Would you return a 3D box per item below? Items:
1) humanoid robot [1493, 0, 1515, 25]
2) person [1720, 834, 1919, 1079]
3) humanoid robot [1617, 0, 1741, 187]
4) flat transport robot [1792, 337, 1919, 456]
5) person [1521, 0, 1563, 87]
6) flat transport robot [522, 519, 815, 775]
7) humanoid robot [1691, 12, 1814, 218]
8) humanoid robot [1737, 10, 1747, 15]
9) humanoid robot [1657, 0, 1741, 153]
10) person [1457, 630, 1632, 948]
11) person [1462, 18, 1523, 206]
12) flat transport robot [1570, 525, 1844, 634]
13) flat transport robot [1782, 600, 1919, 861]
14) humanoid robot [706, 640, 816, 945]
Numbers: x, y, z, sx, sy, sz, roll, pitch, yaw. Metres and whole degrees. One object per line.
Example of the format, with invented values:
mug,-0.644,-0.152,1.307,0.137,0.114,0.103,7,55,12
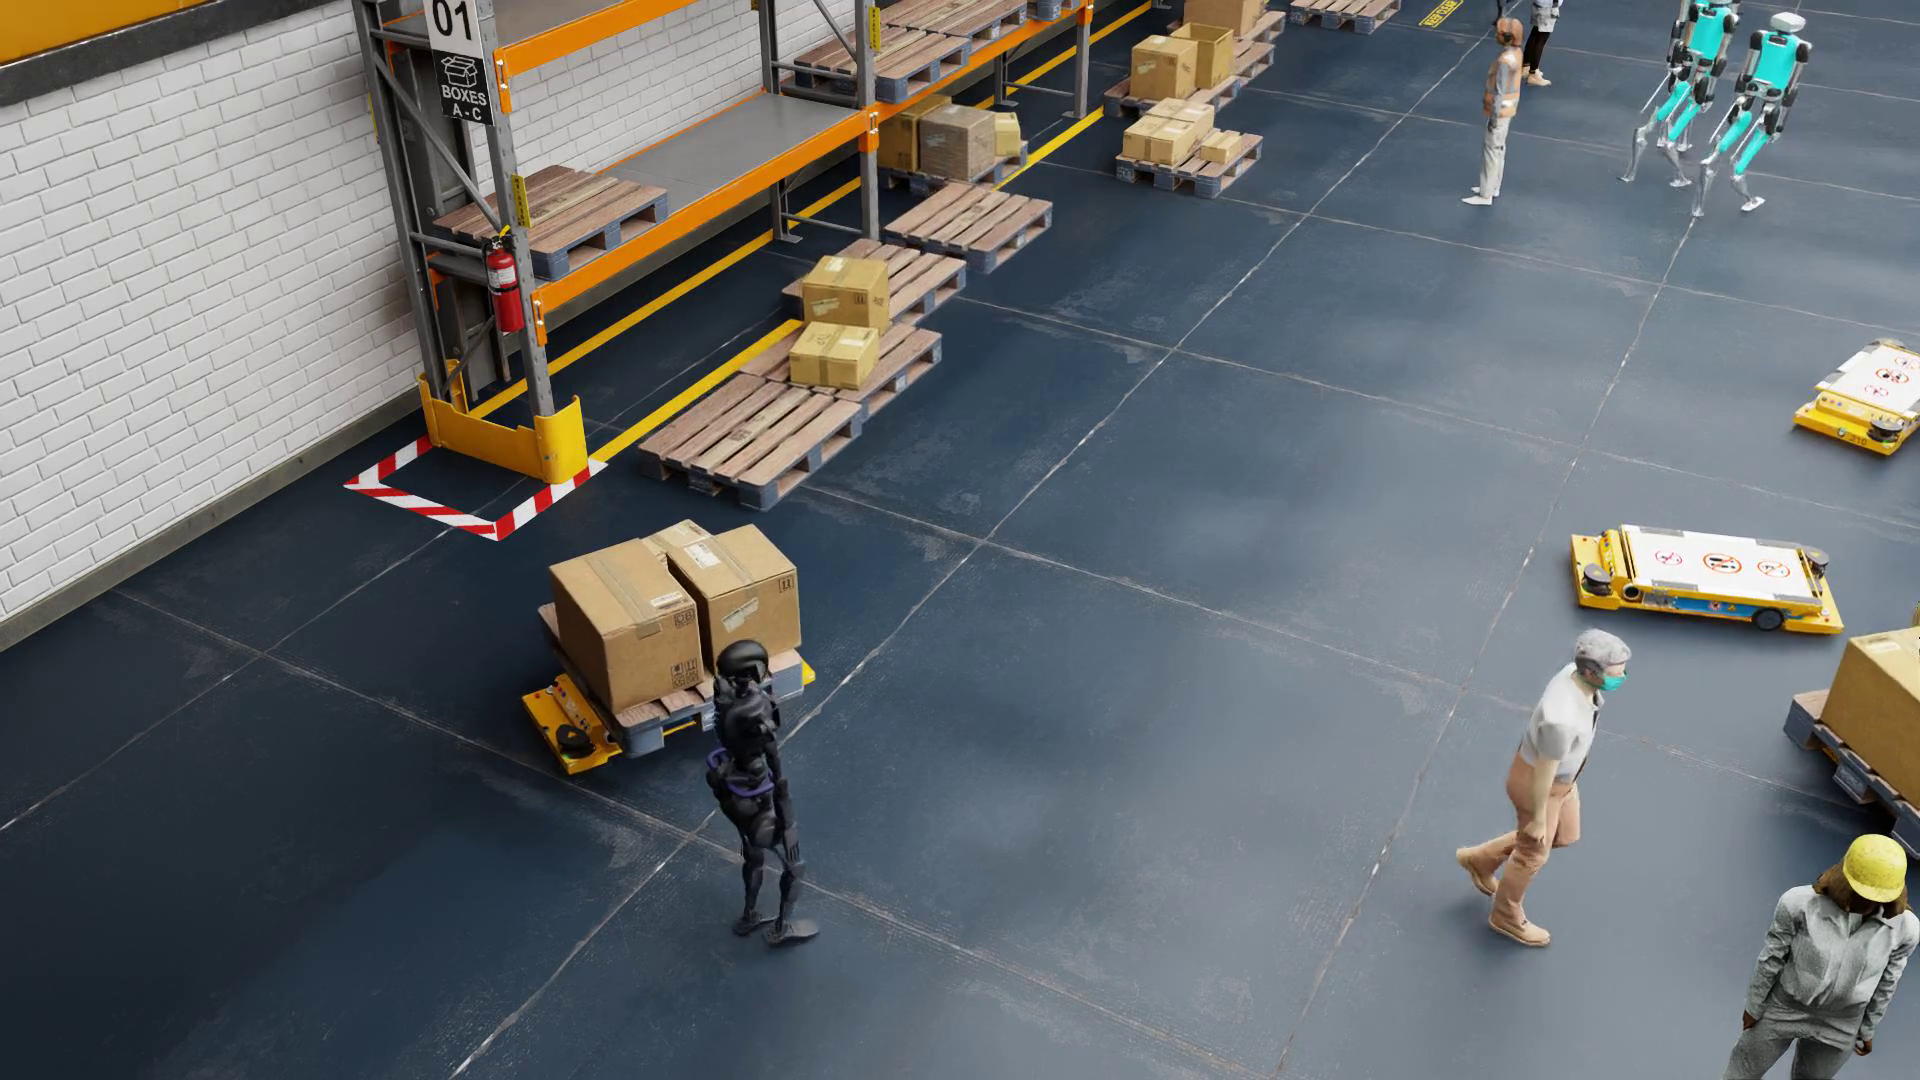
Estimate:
humanoid robot,6.327,-6.756,19.093,0.589,1.638,0.510,-5,34,-8
person,3.155,1.755,6.155,0.484,1.743,0.294,8,34,11
humanoid robot,6.374,-3.991,14.941,0.871,1.844,0.558,-12,35,-18
flat transport robot,6.502,-1.026,11.701,1.431,0.231,0.659,-28,43,-35
person,6.144,-5.612,17.342,0.317,1.695,0.539,1,33,2
flat transport robot,-1.568,0.772,8.980,1.431,0.231,0.659,-20,38,-27
humanoid robot,6.708,-3.572,14.231,0.942,1.739,0.535,-22,39,-30
humanoid robot,9.171,-6.971,19.425,0.588,1.647,0.403,-9,35,-14
humanoid robot,6.821,-4.457,15.469,0.530,1.689,0.746,17,37,24
person,2.535,1.048,7.241,0.450,1.724,0.510,19,38,26
person,4.722,-3.749,14.585,0.313,1.630,0.516,14,36,21
flat transport robot,4.385,0.222,9.811,1.431,0.231,0.659,7,34,10
flat transport robot,4.884,1.230,8.287,0.659,0.231,1.431,-8,34,-12
humanoid robot,-0.902,1.092,7.226,0.324,1.654,0.593,-22,39,-30
